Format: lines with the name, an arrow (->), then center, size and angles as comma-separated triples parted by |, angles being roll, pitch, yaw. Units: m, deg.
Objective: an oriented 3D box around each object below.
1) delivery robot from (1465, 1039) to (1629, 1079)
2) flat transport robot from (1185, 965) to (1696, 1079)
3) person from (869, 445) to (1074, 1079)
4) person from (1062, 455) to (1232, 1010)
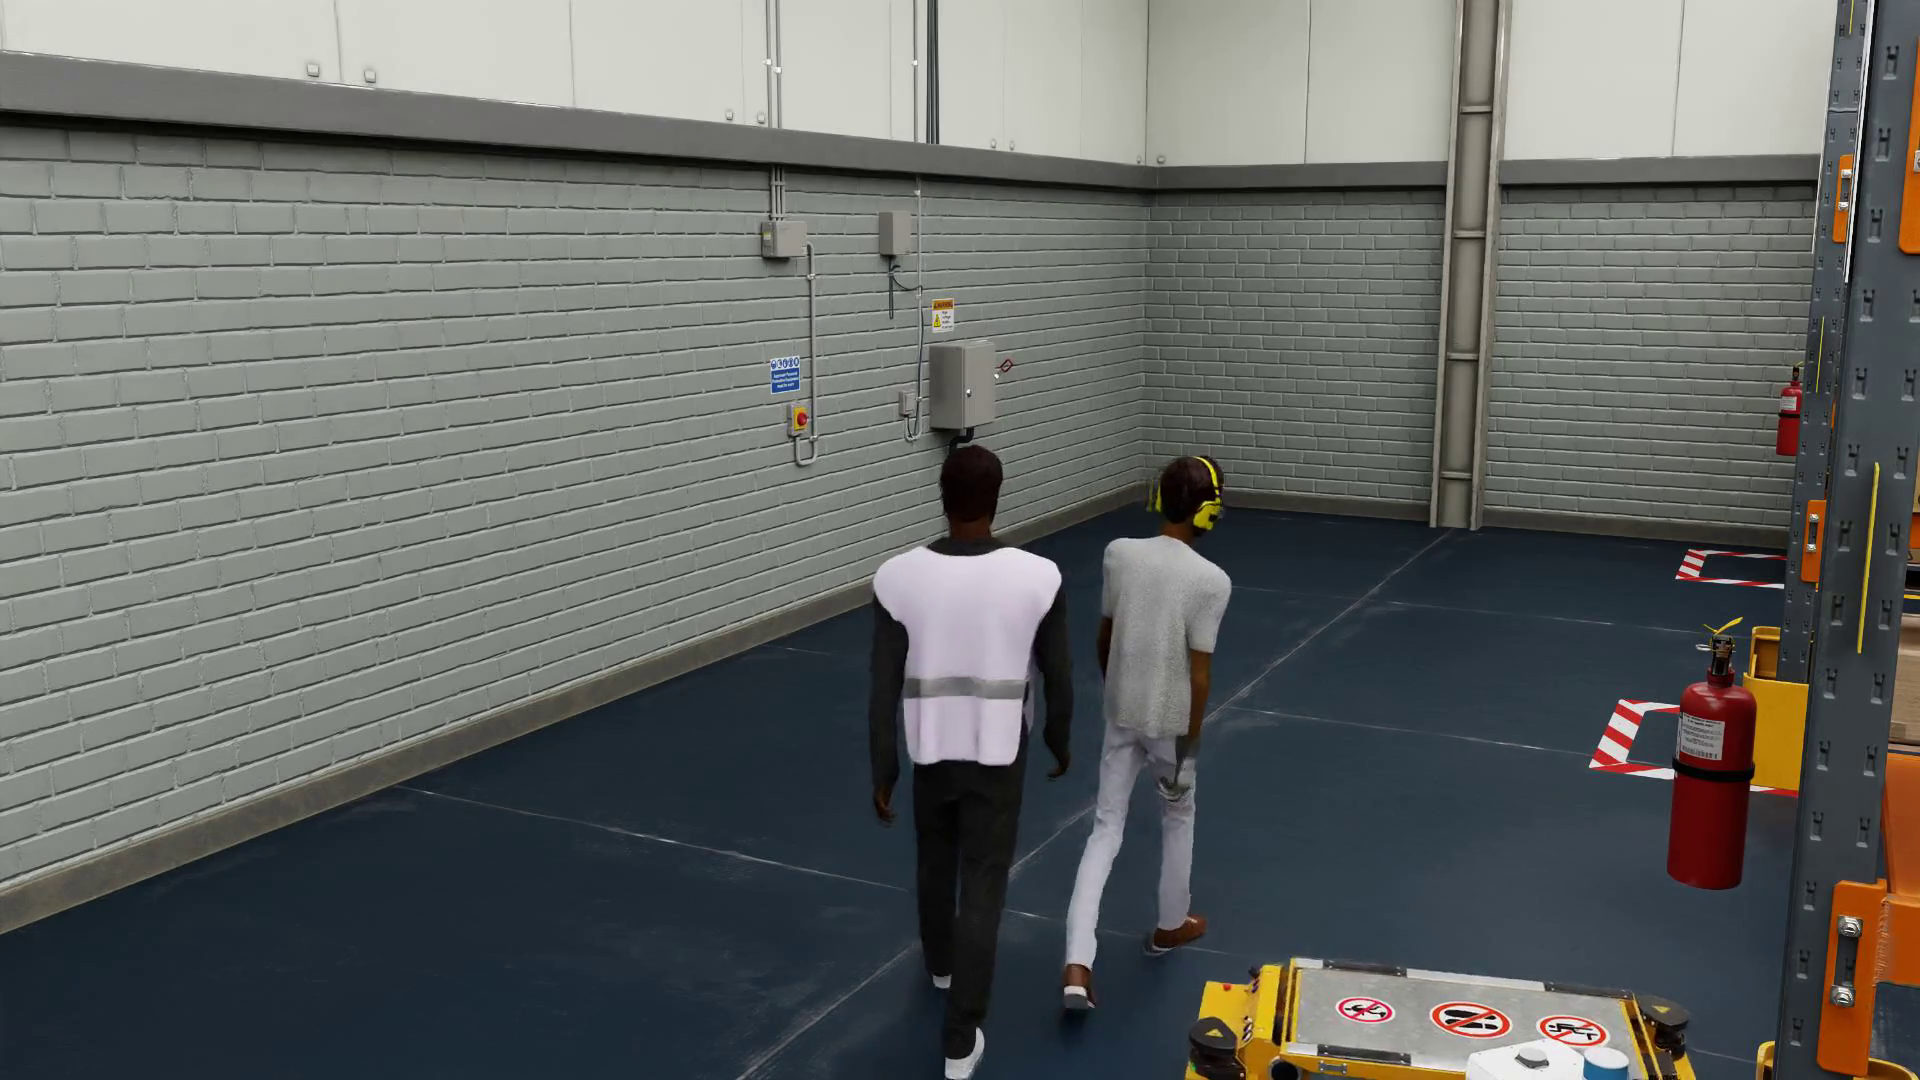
delivery robot -> 1.547, 1.472, 4.019 | 0.477, 0.478, 0.707 | -4, 11, -19
flat transport robot -> 1.415, 1.498, 4.905 | 1.431, 0.197, 0.652 | 3, 11, 13
person -> 0.055, 0.633, 5.228 | 0.601, 1.871, 0.954 | 2, 11, 9
person -> 0.617, 0.620, 5.493 | 0.535, 1.813, 0.982 | 6, 12, 28
